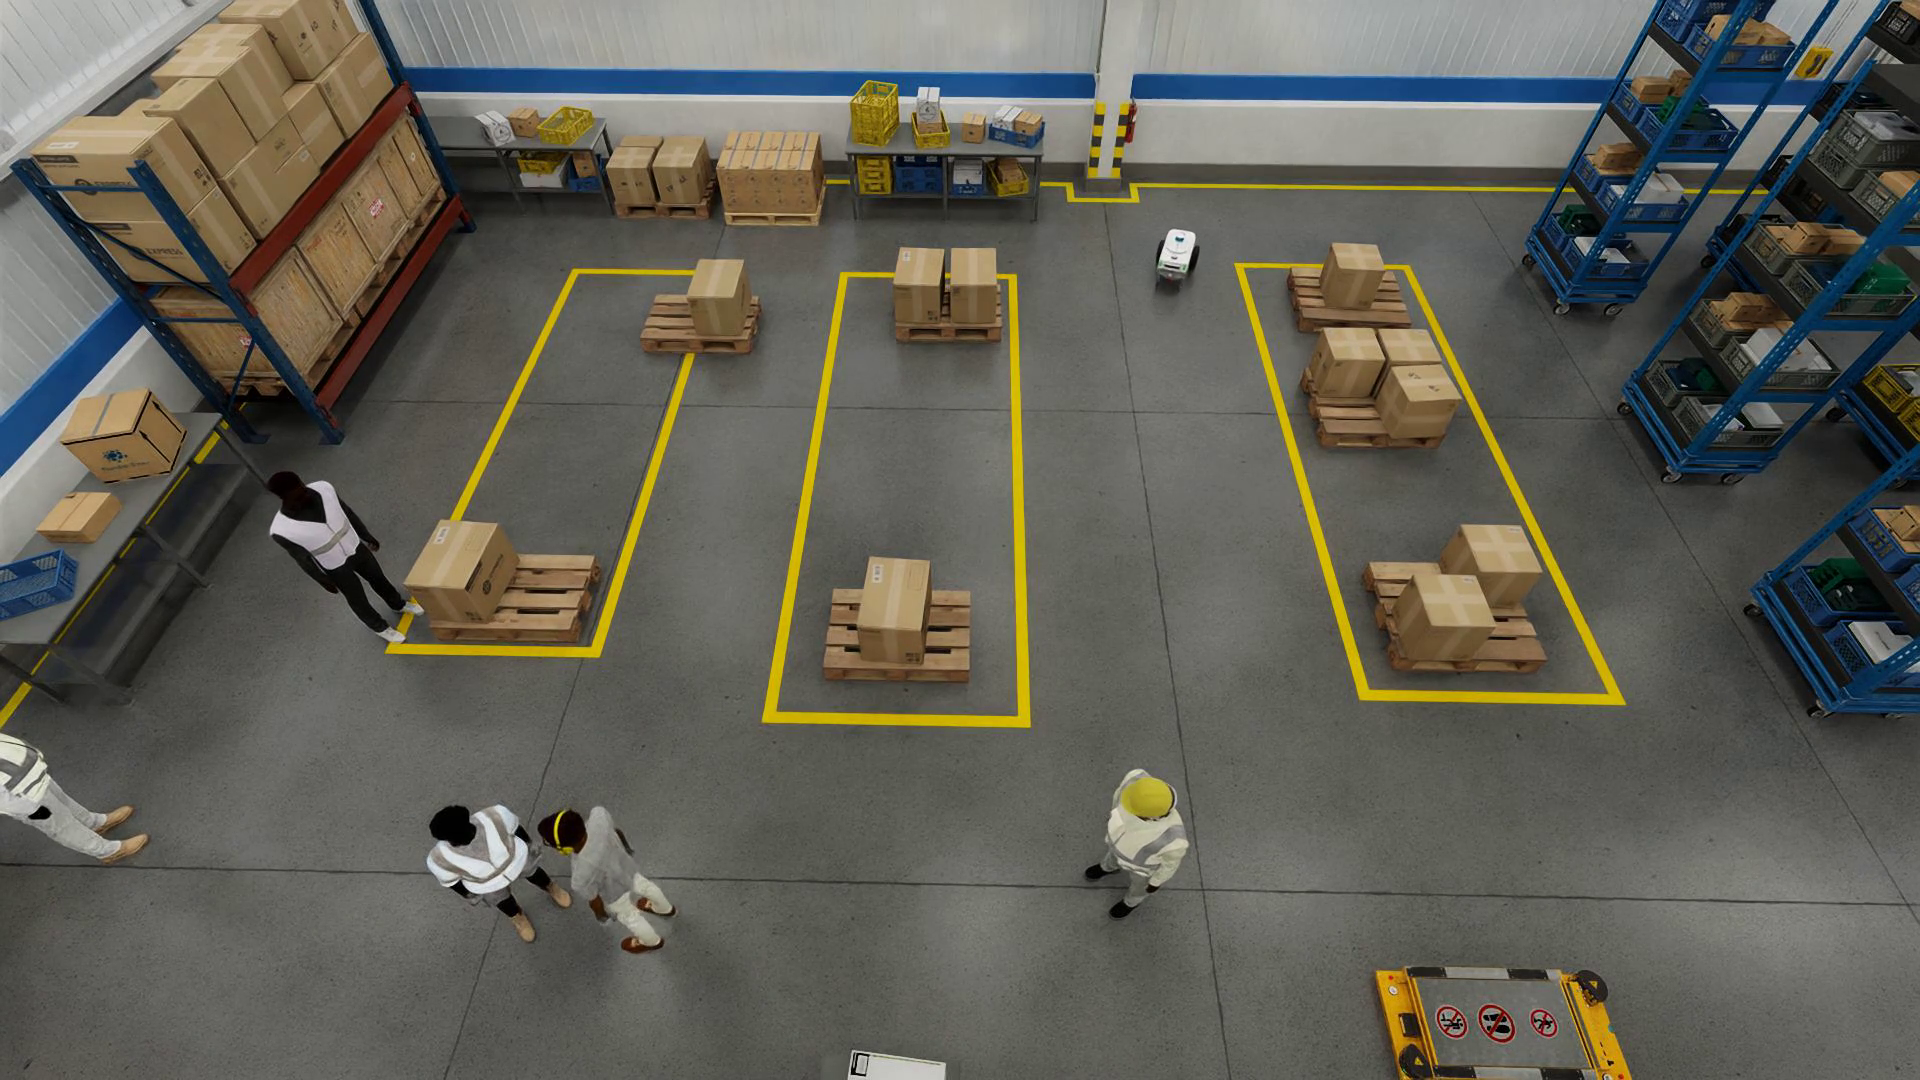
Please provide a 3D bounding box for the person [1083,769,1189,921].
[{"bbox_3d":[1.125,1.959,5.877,0.404,1.823,0.591,-20,54,-16],"label":"person"}]

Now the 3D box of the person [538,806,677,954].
[{"bbox_3d":[-2.171,2.129,5.714,0.329,1.863,0.531,2,51,2],"label":"person"}]

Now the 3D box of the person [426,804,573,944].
[{"bbox_3d":[-2.939,2.093,5.846,0.317,1.696,0.540,34,58,24],"label":"person"}]

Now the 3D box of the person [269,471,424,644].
[{"bbox_3d":[-4.940,0.126,7.319,0.391,1.910,0.582,12,52,9],"label":"person"}]

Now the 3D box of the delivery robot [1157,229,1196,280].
[{"bbox_3d":[2.613,-3.456,11.045,0.477,0.478,0.707,14,52,11],"label":"delivery robot"}]

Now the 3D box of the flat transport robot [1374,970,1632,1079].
[{"bbox_3d":[3.501,3.133,5.914,1.431,0.197,0.652,1,51,1],"label":"flat transport robot"}]

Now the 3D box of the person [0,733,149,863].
[{"bbox_3d":[-6.288,1.630,6.133,0.430,1.845,0.620,-37,60,-26],"label":"person"}]
